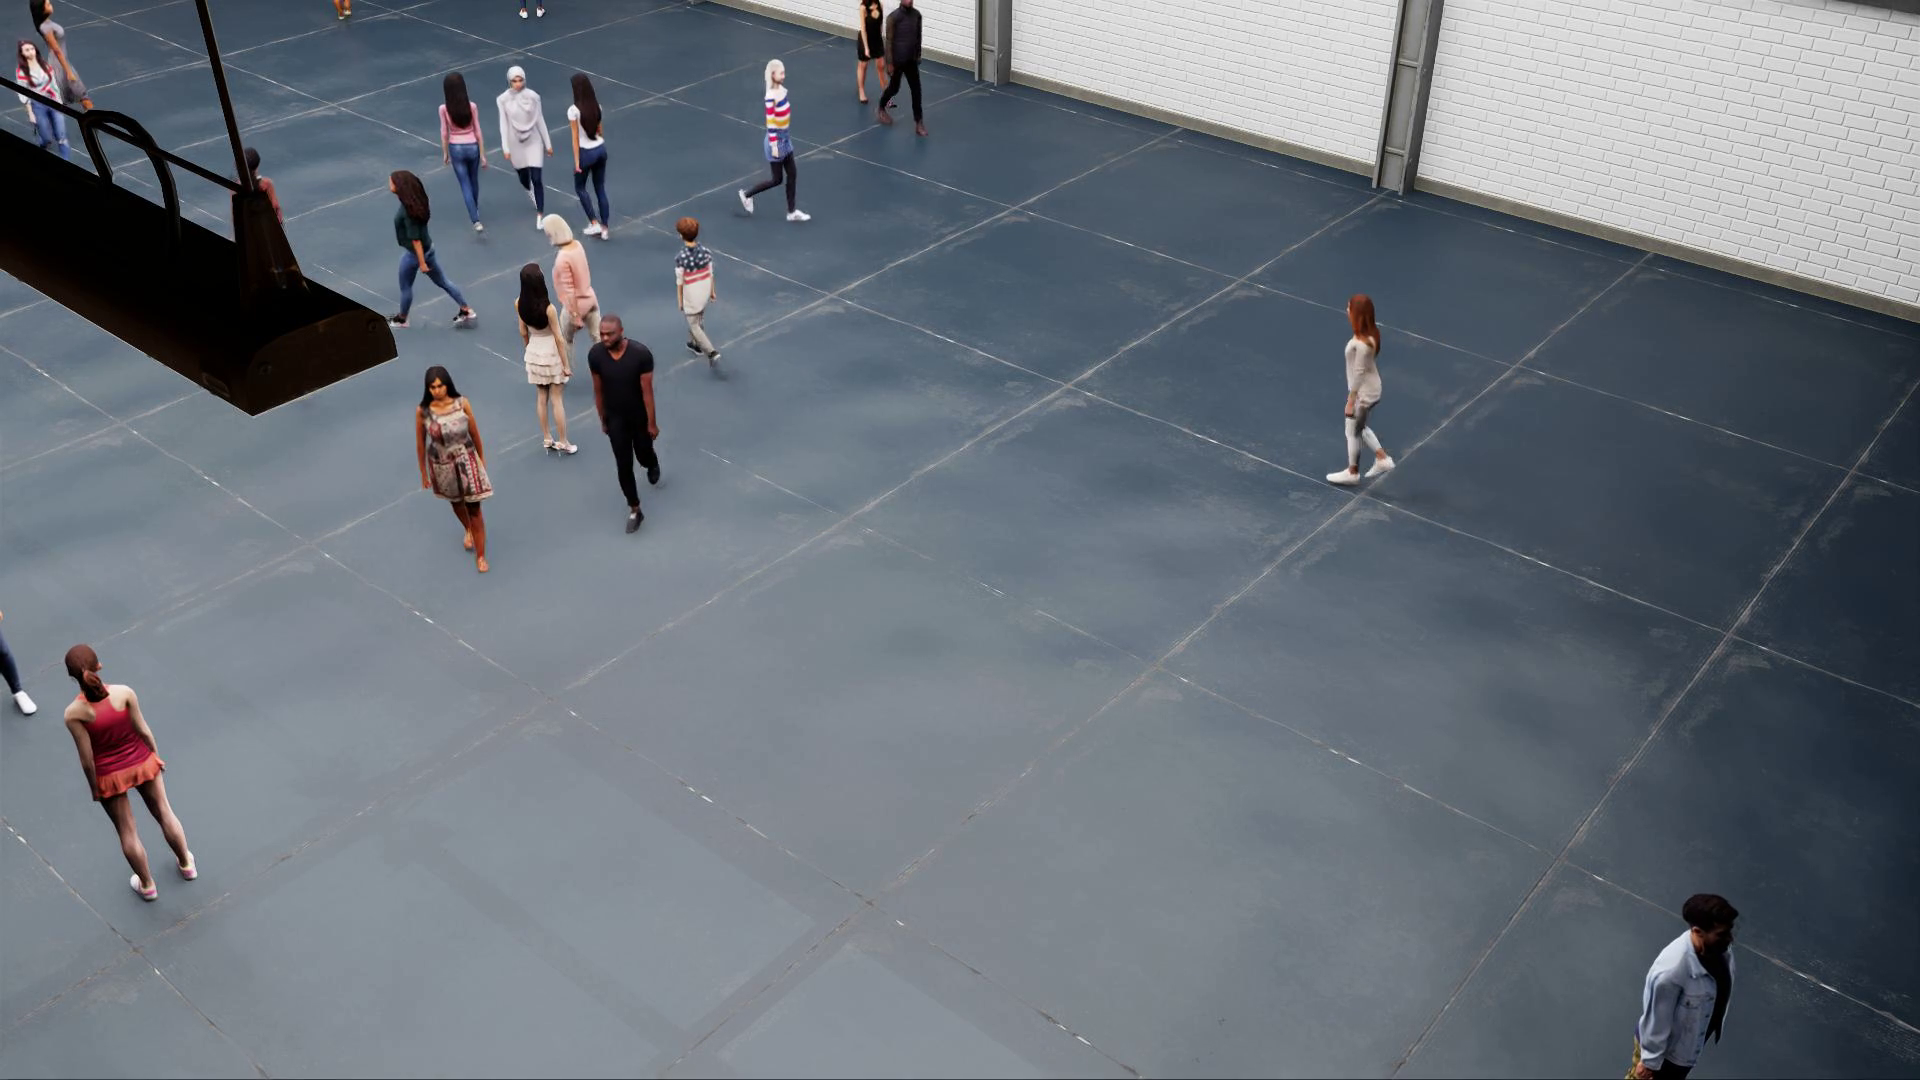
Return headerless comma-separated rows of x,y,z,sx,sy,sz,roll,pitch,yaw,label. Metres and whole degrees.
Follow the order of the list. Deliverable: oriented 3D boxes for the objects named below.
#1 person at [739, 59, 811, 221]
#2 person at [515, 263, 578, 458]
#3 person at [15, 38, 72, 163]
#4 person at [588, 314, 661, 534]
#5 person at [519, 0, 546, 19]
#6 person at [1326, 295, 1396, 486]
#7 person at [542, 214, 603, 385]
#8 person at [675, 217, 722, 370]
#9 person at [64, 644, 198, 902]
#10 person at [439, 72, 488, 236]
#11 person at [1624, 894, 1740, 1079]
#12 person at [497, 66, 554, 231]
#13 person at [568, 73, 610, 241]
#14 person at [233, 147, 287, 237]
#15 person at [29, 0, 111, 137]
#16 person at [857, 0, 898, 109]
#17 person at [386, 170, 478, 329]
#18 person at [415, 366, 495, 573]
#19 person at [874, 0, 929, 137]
-2.062,-4.319,18.054,1.150,1.787,0.957,8,34,12,person
-3.453,-1.485,13.837,0.545,1.736,0.686,15,36,21,person
-10.620,-5.002,19.250,0.849,1.600,0.592,25,41,32,person
-2.568,-0.989,13.035,1.083,1.797,1.086,2,34,3,person
-6.465,-8.625,24.577,0.680,1.738,0.695,-10,35,-14,person
3.337,-1.148,13.382,0.887,1.679,0.753,11,35,16,person
-3.313,-2.051,14.744,1.143,1.675,0.932,9,35,14,person
-2.401,-2.251,15.276,0.621,1.418,0.951,-25,41,-33,person
-4.827,1.330,9.588,0.588,1.751,0.551,-27,42,-34,person
-5.303,-4.106,17.807,0.938,1.706,1.180,-13,36,-18,person
3.395,2.381,7.952,0.719,1.812,0.633,-24,41,-32,person
-4.712,-4.286,18.033,1.009,1.756,1.106,-8,34,-11,person
-3.846,-4.024,17.643,0.570,1.751,0.627,23,40,31,person
-6.653,-2.855,15.898,0.828,1.736,0.996,-12,35,-17,person
-10.943,-5.624,20.059,0.971,1.742,1.129,-15,36,-21,person
-1.204,-6.336,21.251,0.722,1.608,1.021,-20,39,-27,person
-5.070,-2.734,15.862,1.161,1.574,1.063,-1,34,-1,person
-3.845,-0.624,12.647,0.974,1.618,1.097,-9,35,-13,person
-0.759,-5.908,20.439,0.931,1.793,1.276,-25,41,-32,person
